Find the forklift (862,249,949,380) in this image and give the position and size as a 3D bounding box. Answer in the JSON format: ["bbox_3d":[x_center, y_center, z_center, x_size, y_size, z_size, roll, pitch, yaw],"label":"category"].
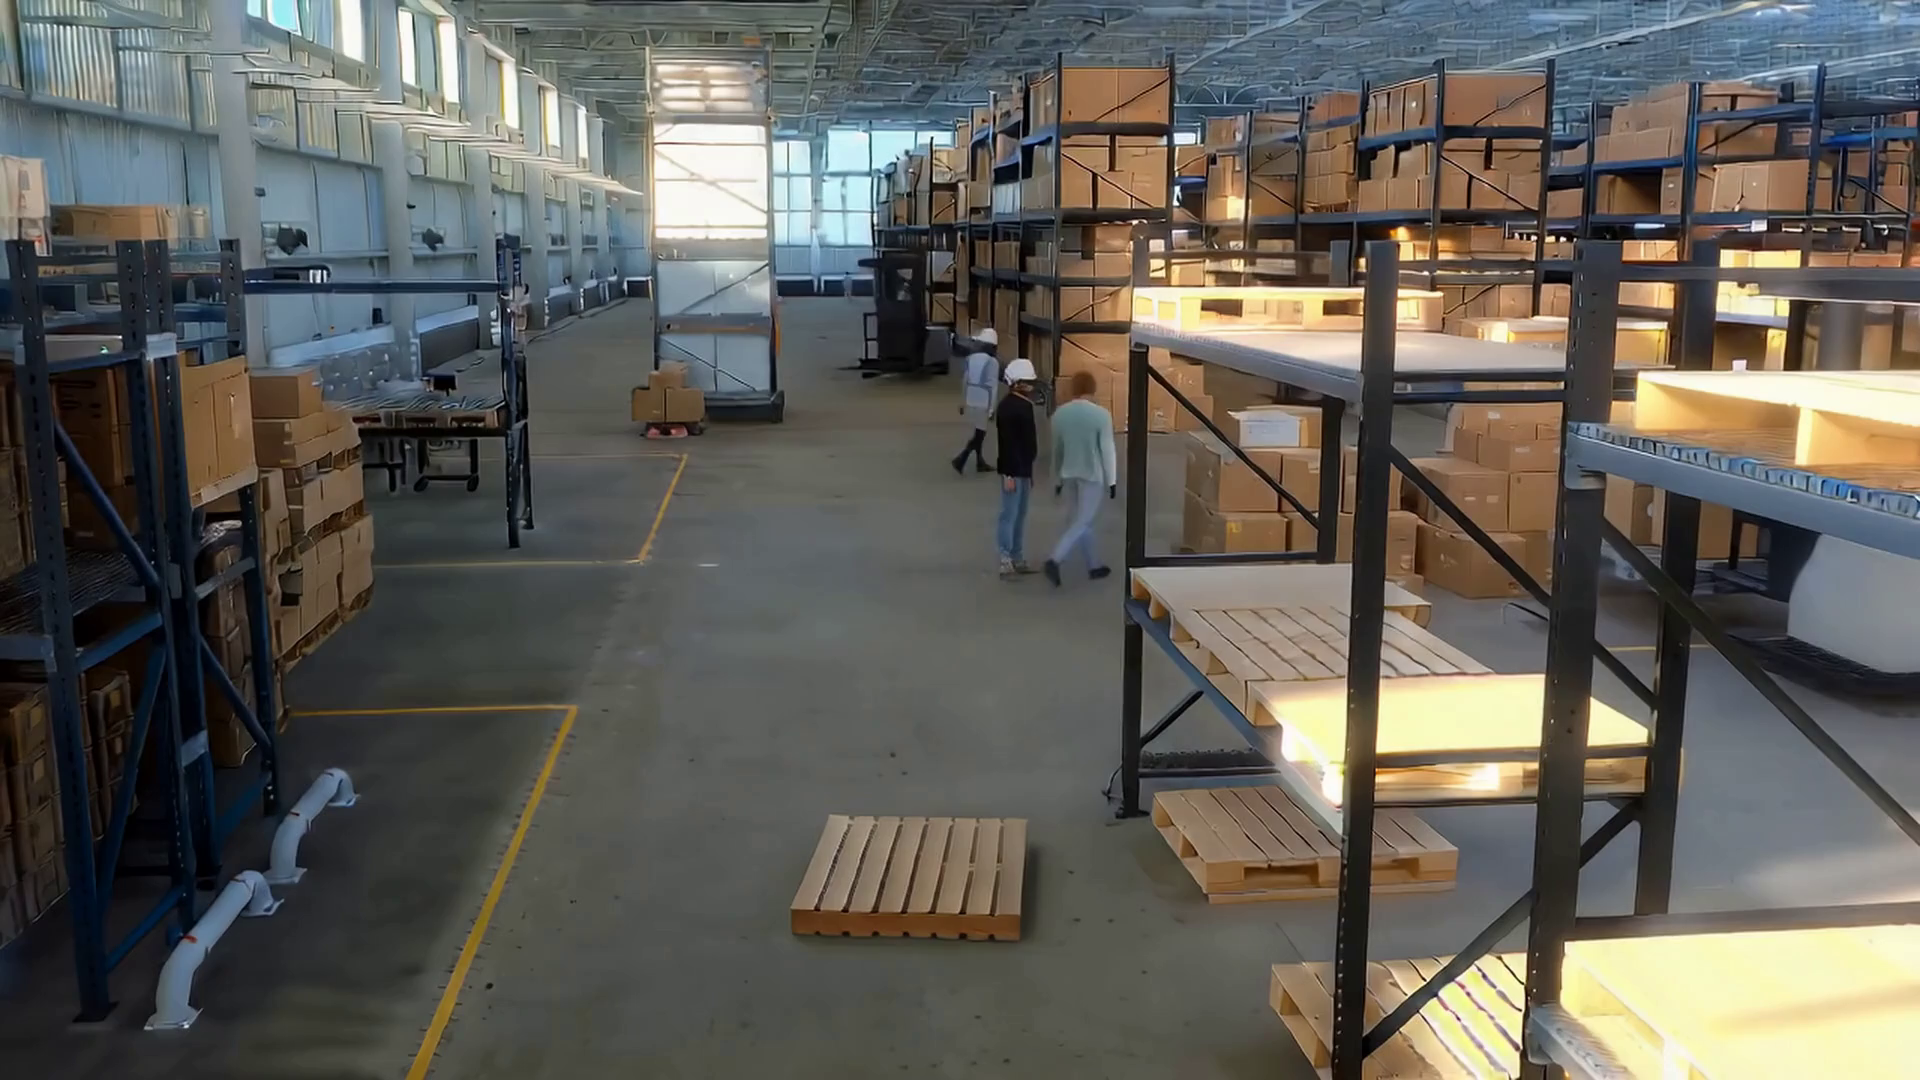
[{"bbox_3d":[-1.155,-4.965,36.445,1.129,2.768,1.873,7,12,34],"label":"forklift"}]

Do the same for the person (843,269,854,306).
[{"bbox_3d":[-5.129,-11.577,76.346,0.484,1.713,0.821,4,11,22],"label":"person"}]

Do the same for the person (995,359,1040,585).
[{"bbox_3d":[0.512,-0.613,14.784,0.377,1.995,0.608,4,11,21],"label":"person"}]

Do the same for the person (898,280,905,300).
[{"bbox_3d":[-2.025,-7.405,52.900,0.579,1.818,0.611,-2,10,-10],"label":"person"}]

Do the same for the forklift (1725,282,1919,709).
[{"bbox_3d":[6.242,-0.419,11.257,1.129,2.768,1.873,-1,10,-6],"label":"forklift"}]

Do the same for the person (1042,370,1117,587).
[{"bbox_3d":[1.016,-0.537,14.622,0.645,1.908,0.903,9,14,42],"label":"person"}]

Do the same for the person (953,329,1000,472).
[{"bbox_3d":[0.187,-1.788,21.585,0.762,1.898,0.554,-8,13,-38],"label":"person"}]

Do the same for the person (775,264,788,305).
[{"bbox_3d":[-8.538,-11.949,77.890,0.962,1.891,0.549,-2,10,-9],"label":"person"}]

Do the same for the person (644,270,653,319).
[{"bbox_3d":[-11.993,-9.526,64.469,0.401,1.894,0.653,9,13,39],"label":"person"}]

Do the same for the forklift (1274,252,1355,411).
[{"bbox_3d":[6.315,-3.606,28.912,1.129,2.768,1.873,-1,10,-6],"label":"forklift"}]

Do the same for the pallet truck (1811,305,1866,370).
[{"bbox_3d":[15.846,-3.142,28.793,1.885,1.965,0.823,2,10,12],"label":"pallet truck"}]
